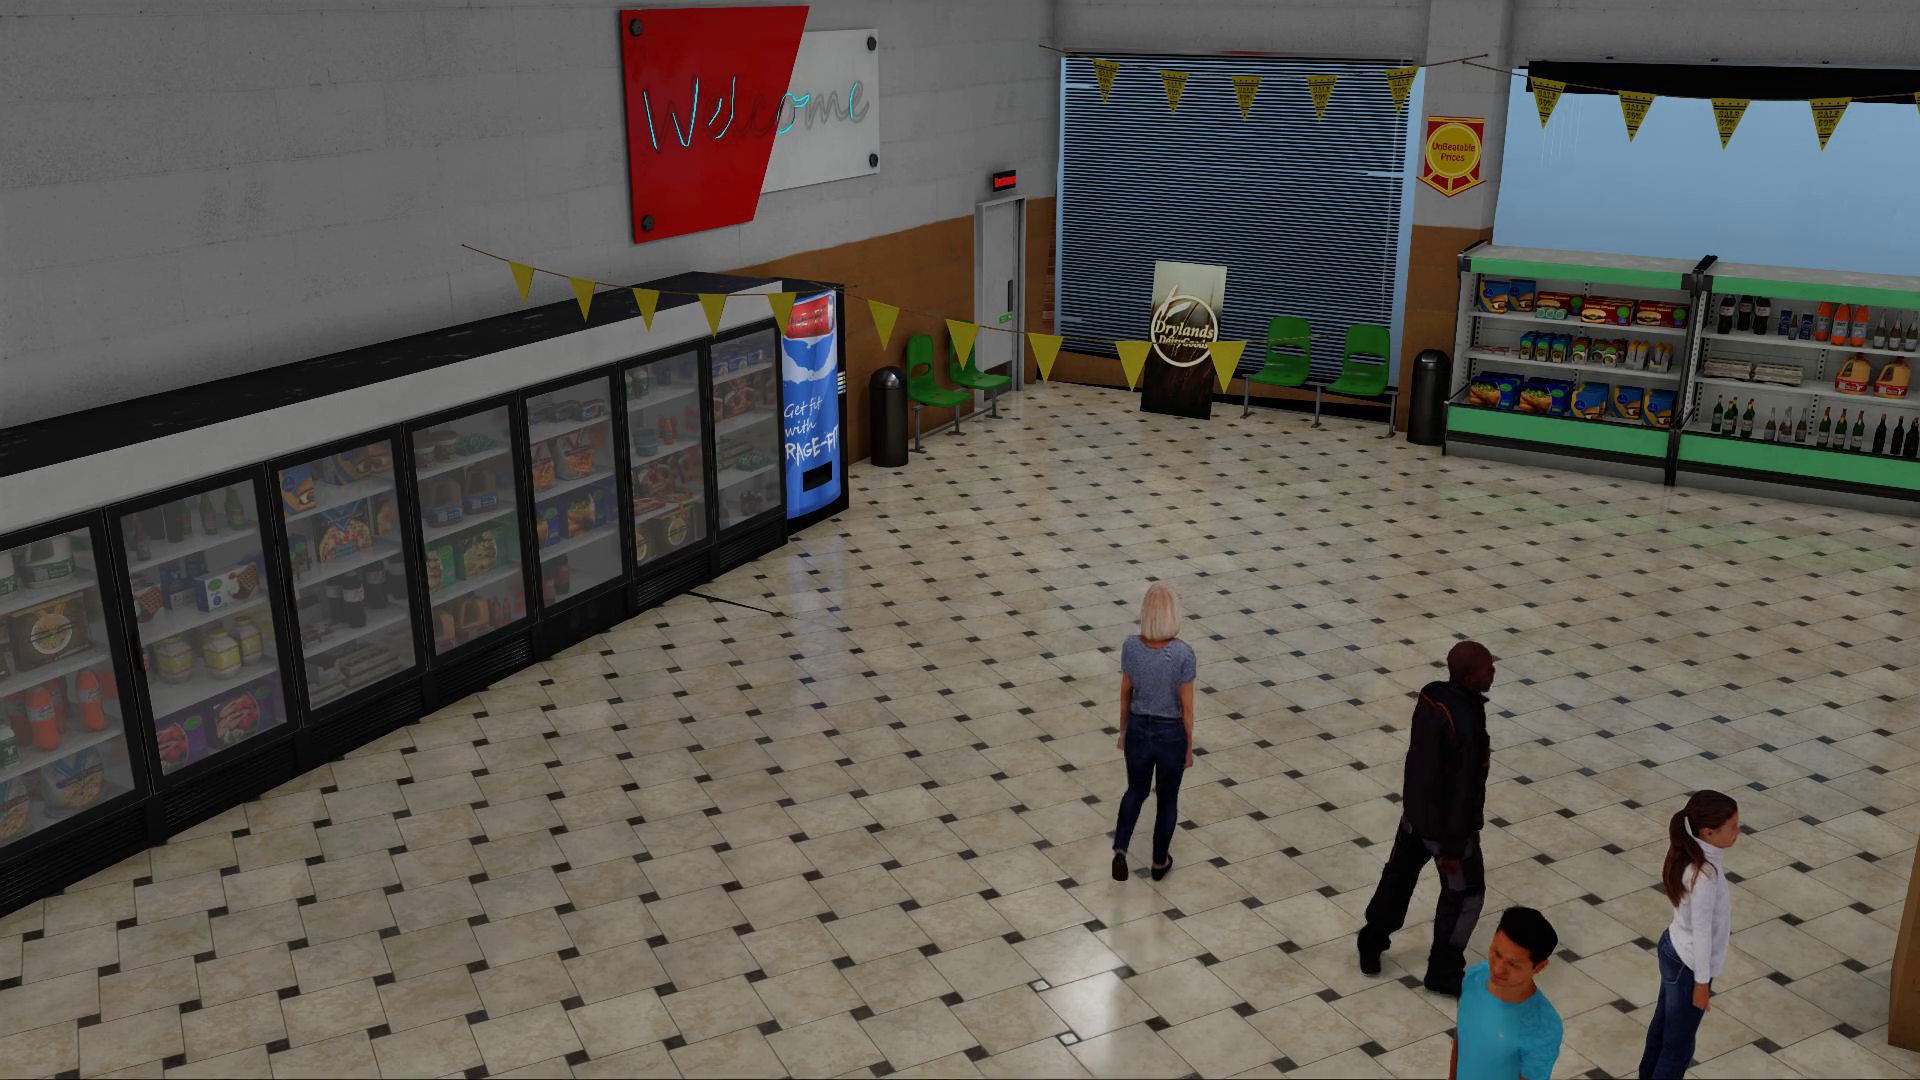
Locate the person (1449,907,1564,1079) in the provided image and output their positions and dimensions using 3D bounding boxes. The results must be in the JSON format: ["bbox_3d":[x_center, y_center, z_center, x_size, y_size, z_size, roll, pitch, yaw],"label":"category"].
[{"bbox_3d":[1.939,2.027,5.816,1.072,1.756,1.000,-4,19,-11],"label":"person"}]

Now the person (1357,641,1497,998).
[{"bbox_3d":[2.203,1.311,7.885,1.034,1.791,0.984,-5,19,-16],"label":"person"}]

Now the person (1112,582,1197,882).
[{"bbox_3d":[1.010,1.068,8.734,0.763,1.709,0.642,9,21,26],"label":"person"}]

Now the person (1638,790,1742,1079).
[{"bbox_3d":[3.033,1.751,6.945,0.600,1.558,0.587,4,19,13],"label":"person"}]
